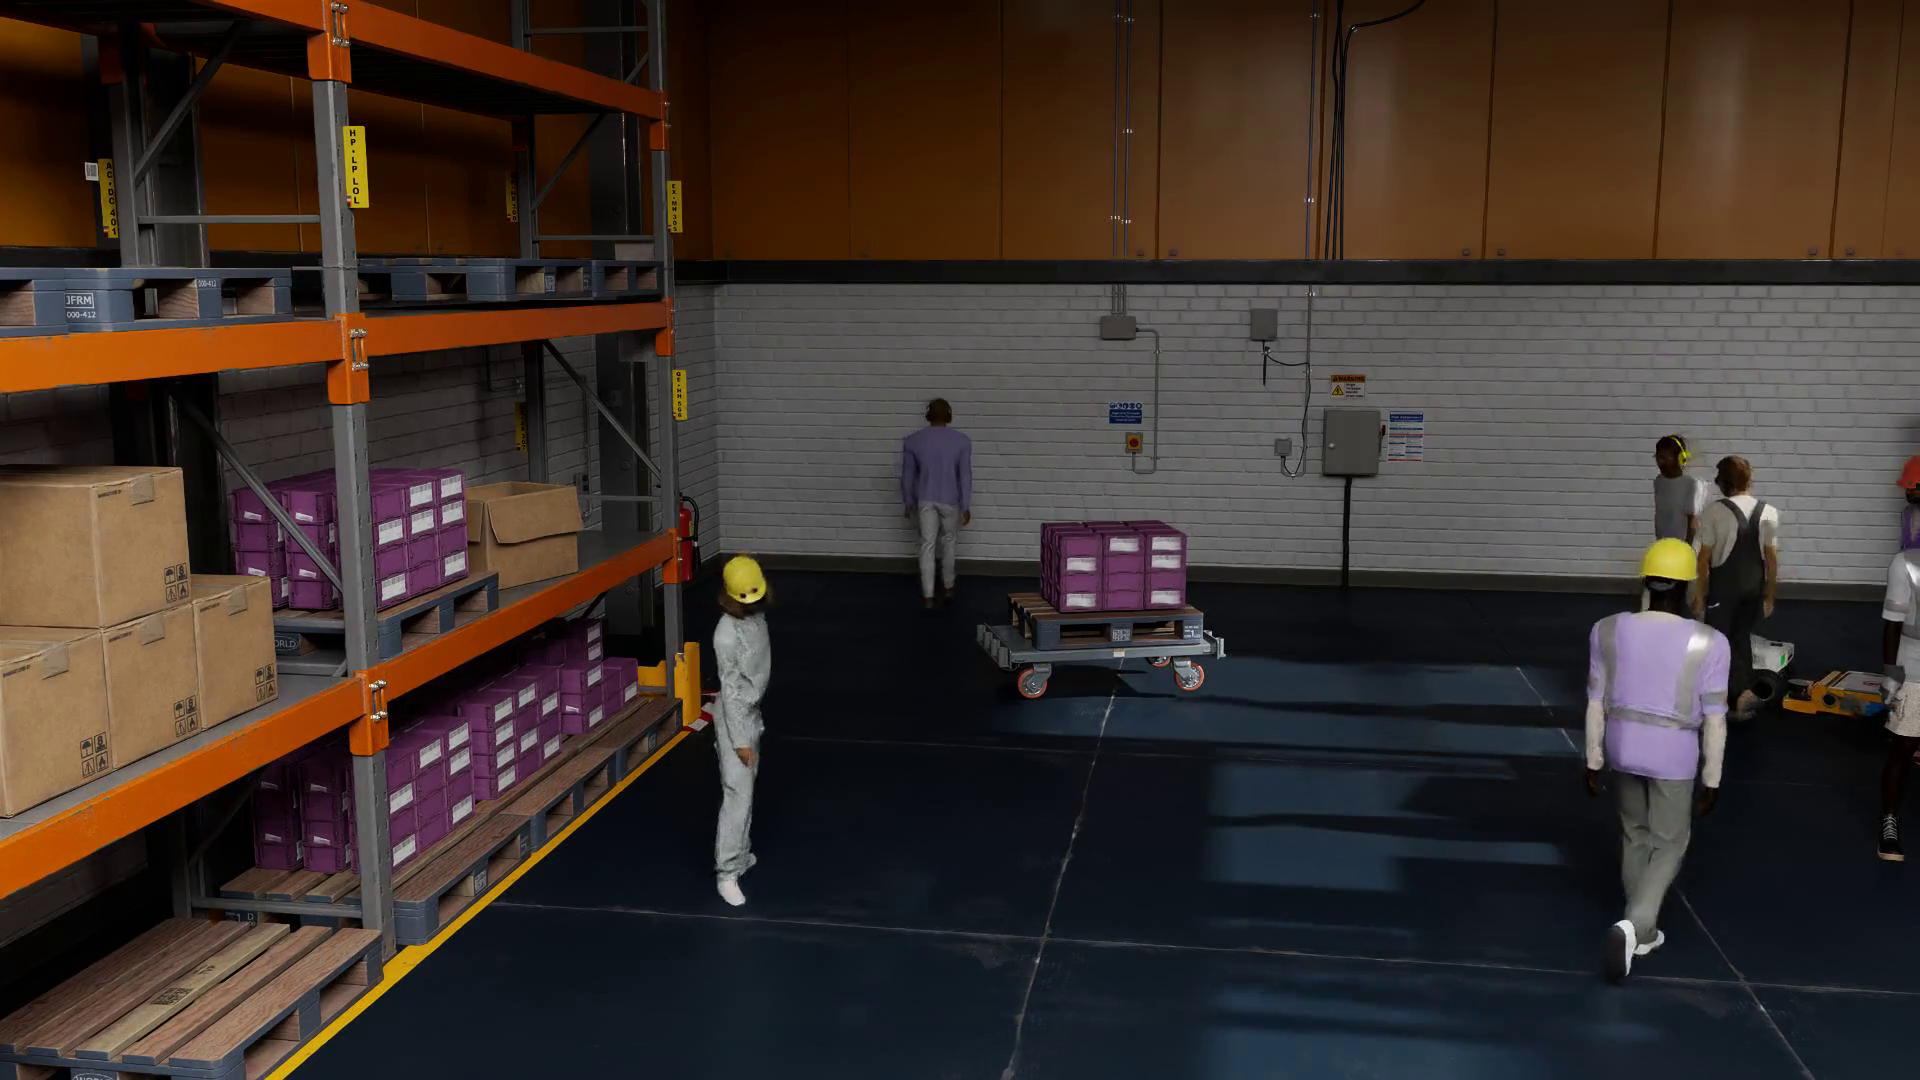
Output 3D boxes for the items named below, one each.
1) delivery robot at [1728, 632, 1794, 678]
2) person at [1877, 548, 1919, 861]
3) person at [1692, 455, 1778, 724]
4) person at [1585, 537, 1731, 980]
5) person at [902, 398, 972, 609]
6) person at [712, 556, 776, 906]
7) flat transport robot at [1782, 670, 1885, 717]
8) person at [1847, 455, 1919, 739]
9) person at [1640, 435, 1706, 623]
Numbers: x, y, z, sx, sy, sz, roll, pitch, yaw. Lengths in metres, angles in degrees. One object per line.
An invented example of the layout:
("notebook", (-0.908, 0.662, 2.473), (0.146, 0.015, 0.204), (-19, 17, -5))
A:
("delivery robot", (5.496, 0.809, 11.786), (0.707, 0.478, 0.477), (7, 11, 35))
("person", (5.025, 0.686, 8.505), (0.605, 1.962, 0.373), (2, 9, 12))
("person", (5.152, 0.363, 10.949), (0.518, 1.821, 0.627), (-1, 9, -5))
("person", (2.944, 0.942, 7.134), (0.584, 1.904, 0.732), (8, 12, 41))
("person", (-0.211, -0.345, 15.115), (0.648, 1.889, 1.014), (1, 9, 5))
("person", (-1.032, 0.882, 8.117), (0.365, 1.698, 0.669), (1, 9, 8))
("flat transport robot", (6.390, 1.096, 11.181), (1.431, 0.197, 0.652), (7, 12, 39))
("person", (6.305, 0.363, 10.796), (1.027, 1.881, 0.610), (0, 9, 1))
("person", (5.333, 0.122, 12.449), (0.996, 1.803, 0.548), (-4, 10, -23))
